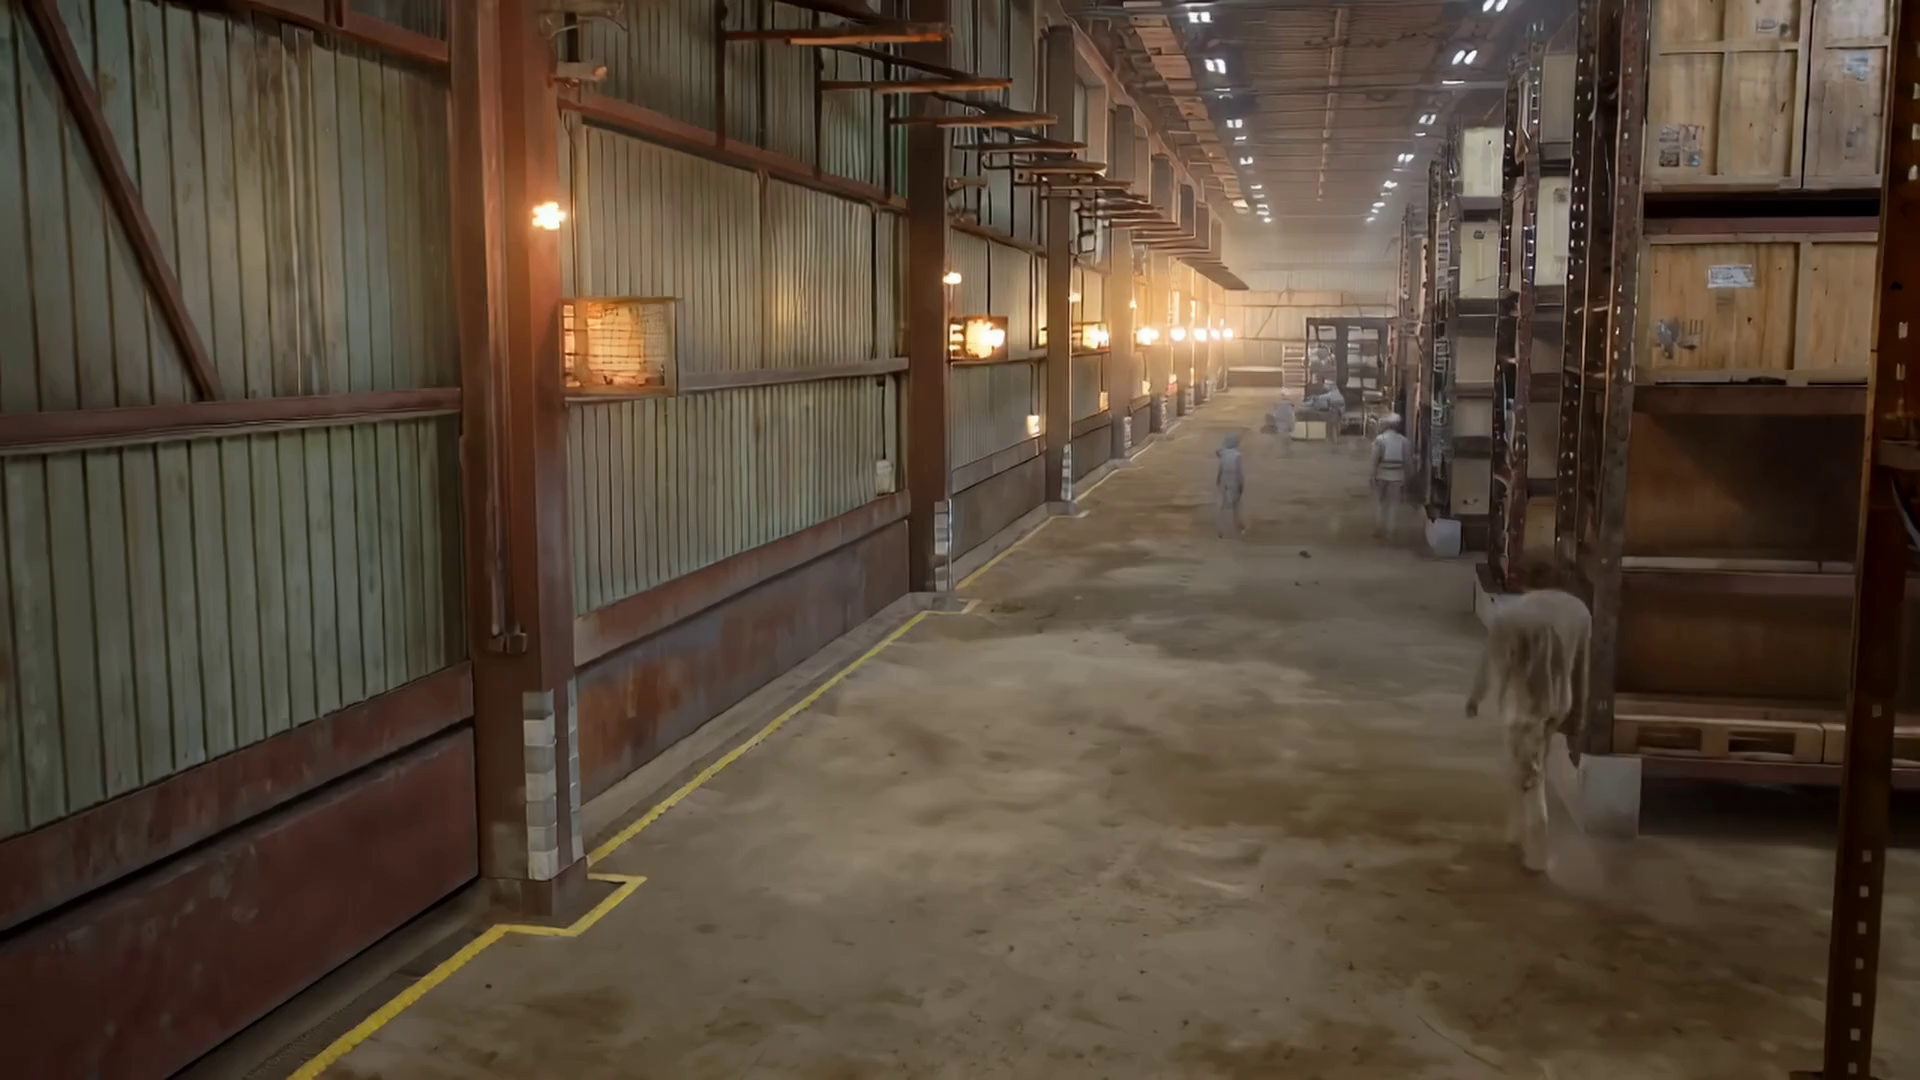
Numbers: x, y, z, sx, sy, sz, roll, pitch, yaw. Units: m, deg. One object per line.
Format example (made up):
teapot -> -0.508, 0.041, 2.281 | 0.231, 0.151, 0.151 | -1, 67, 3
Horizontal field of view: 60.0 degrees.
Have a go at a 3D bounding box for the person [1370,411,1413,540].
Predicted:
person -> 6.403, -0.938, 24.646 | 0.616, 1.933, 0.644 | 1, 7, 6

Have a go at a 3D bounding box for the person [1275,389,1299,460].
person -> 7.966, -2.817, 40.553 | 0.570, 1.716, 0.828 | 5, 9, 35

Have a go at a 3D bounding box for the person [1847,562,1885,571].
person -> 6.932, 0.669, 12.721 | 0.883, 1.701, 0.500 | 1, 7, 5

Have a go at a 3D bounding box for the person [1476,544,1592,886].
person -> 3.197, 0.974, 9.485 | 0.683, 1.897, 0.692 | -3, 8, -25

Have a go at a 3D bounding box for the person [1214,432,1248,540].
person -> 4.069, -0.820, 25.053 | 0.517, 1.597, 0.846 | 4, 8, 29
